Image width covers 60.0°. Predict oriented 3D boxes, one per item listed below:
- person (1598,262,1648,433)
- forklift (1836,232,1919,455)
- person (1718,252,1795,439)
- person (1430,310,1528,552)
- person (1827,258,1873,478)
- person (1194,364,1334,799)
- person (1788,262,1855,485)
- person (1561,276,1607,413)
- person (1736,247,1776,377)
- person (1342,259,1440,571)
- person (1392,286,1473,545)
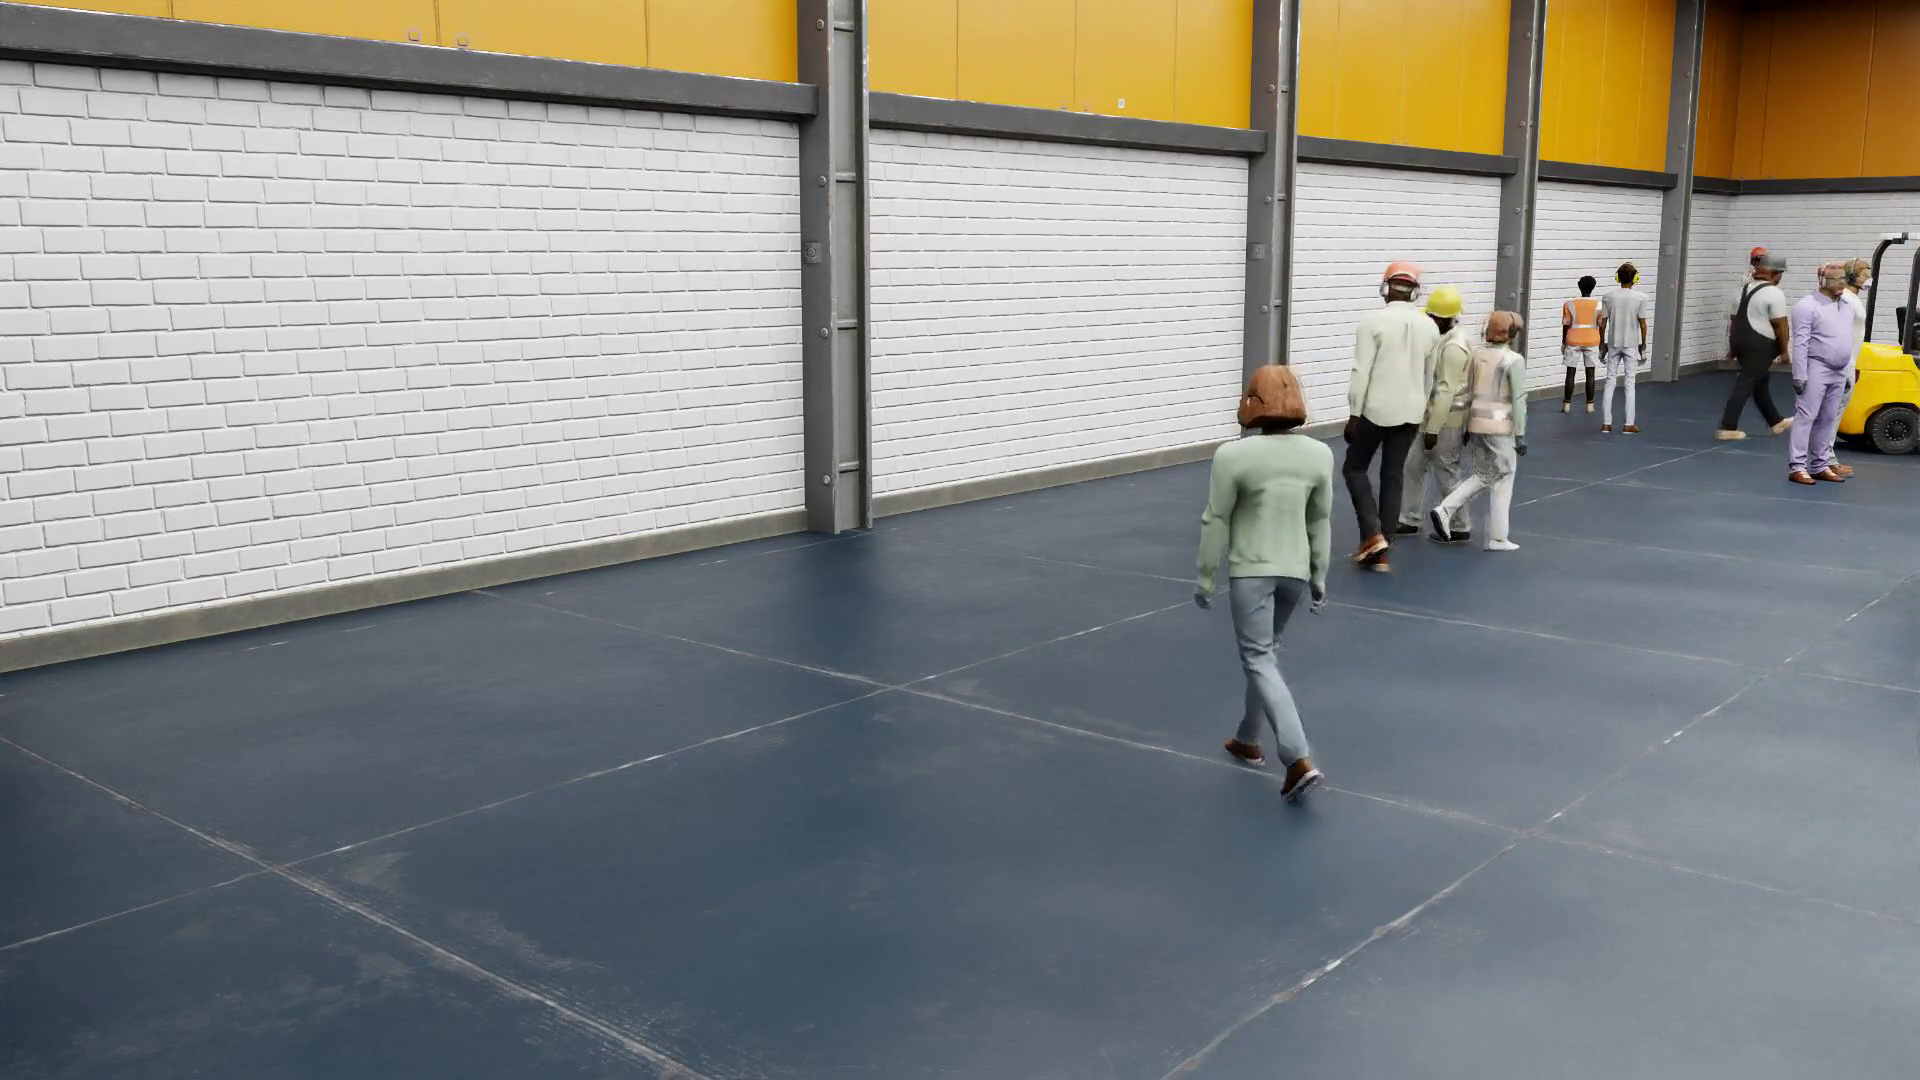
[{"bbox_3d":[7.277,-2.103,18.254,0.514,1.876,0.328,7,12,35],"label":"person"},{"bbox_3d":[9.955,-1.972,16.595,2.313,2.155,1.214,1,10,8],"label":"forklift"},{"bbox_3d":[8.552,-2.078,17.635,1.039,2.000,0.686,-1,10,-5],"label":"person"},{"bbox_3d":[3.494,-0.718,11.089,0.507,1.620,0.543,-4,11,-19],"label":"person"},{"bbox_3d":[7.865,-1.534,14.827,0.355,1.938,0.634,5,11,28],"label":"person"},{"bbox_3d":[1.176,0.144,6.255,0.512,1.605,0.802,-4,11,-20],"label":"person"},{"bbox_3d":[7.454,-1.433,14.347,0.651,1.907,0.409,-5,11,-25],"label":"person"},{"bbox_3d":[7.669,-2.401,20.477,0.532,1.691,0.318,3,10,15],"label":"person"},{"bbox_3d":[12.498,-3.571,26.141,0.610,2.040,0.394,-2,10,-13],"label":"person"},{"bbox_3d":[2.700,-0.789,10.518,0.650,1.958,0.449,-3,10,-17],"label":"person"},{"bbox_3d":[3.220,-0.832,11.298,0.619,1.772,0.653,0,10,0],"label":"person"}]
